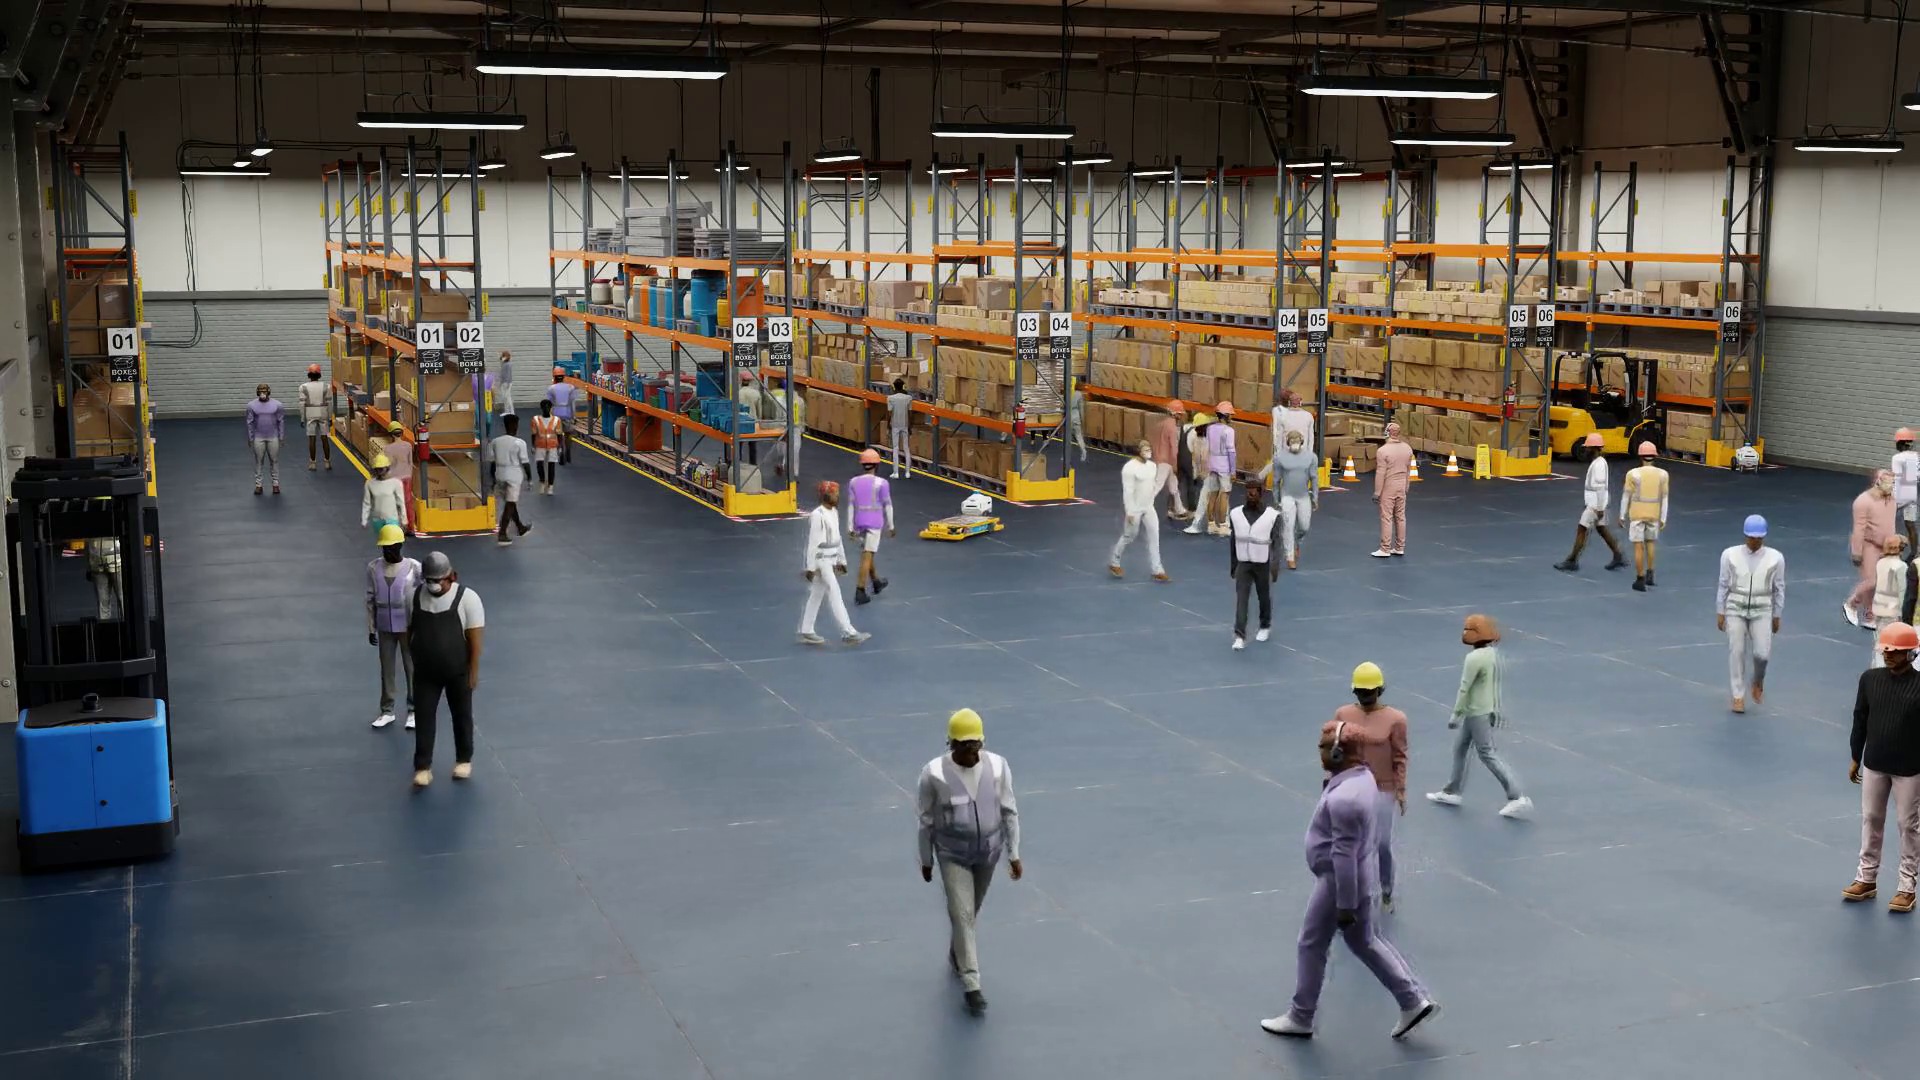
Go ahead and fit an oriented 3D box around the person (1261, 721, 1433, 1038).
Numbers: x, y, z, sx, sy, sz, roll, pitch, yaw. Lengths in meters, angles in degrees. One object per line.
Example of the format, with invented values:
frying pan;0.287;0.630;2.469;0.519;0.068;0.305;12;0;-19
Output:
person;2.261;1.958;12.033;0.917;1.875;0.655;3;9;21

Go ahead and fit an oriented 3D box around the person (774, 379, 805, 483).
person;-3.140;-2.019;38.370;0.621;1.920;0.675;-3;9;-22

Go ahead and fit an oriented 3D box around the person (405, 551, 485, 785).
person;-4.343;1.051;17.642;0.695;2.000;0.575;0;9;1

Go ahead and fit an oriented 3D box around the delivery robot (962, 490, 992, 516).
delivery robot;0.267;-0.545;32.902;0.477;0.478;0.707;2;9;15

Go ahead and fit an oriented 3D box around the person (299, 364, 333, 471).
person;-12.366;-2.360;40.232;0.605;2.045;0.386;-3;9;-20

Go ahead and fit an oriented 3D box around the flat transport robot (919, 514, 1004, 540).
flat transport robot;0.038;-0.205;31.891;0.652;0.197;1.431;5;10;31

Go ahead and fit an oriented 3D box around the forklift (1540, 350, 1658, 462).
forklift;12.897;-2.725;42.309;2.313;2.155;1.214;-3;9;-21

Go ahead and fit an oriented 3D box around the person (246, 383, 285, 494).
person;-12.183;-1.787;36.757;0.635;1.937;0.354;-2;9;-15

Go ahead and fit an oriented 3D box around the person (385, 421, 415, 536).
person;-8.438;-0.907;31.476;0.329;1.765;0.526;5;10;30

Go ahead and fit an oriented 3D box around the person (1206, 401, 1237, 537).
person;3.984;-1.084;31.732;0.395;2.038;0.615;-5;10;-32

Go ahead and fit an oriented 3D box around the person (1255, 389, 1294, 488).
person;5.585;-1.724;36.623;0.574;1.857;0.770;-7;11;-40

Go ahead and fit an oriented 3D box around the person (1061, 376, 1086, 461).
person;2.256;-2.398;41.582;0.491;1.719;0.737;-4;9;-23

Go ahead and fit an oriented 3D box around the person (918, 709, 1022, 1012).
person;0.047;1.891;12.793;0.591;1.788;0.937;-3;9;-19

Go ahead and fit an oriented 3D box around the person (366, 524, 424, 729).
person;-5.255;0.801;19.542;0.589;1.927;0.388;1;9;9

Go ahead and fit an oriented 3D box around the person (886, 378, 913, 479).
person;-1.129;-2.074;38.932;0.513;1.863;0.329;-3;9;-16

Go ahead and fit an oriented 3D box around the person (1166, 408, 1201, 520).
person;3.590;-1.210;33.461;0.600;1.785;0.944;8;12;44

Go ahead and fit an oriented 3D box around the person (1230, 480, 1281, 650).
person;3.304;0.248;23.437;0.608;1.874;0.992;4;9;23

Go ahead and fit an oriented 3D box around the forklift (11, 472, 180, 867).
forklift;-6.630;0.886;15.957;1.129;2.768;1.873;-3;9;-21

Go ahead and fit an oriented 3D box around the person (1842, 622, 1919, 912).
person;6.406;1.541;14.387;0.395;1.992;0.622;-7;11;-39

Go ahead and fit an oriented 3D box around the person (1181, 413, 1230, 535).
person;3.842;-1.025;32.016;1.015;1.855;0.586;-5;10;-32

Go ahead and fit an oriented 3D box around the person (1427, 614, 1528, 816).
person;4.181;1.384;16.761;0.839;1.593;0.502;5;10;28

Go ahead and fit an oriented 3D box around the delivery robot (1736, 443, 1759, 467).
delivery robot;15.023;-1.603;39.956;0.477;0.478;0.707;2;9;13

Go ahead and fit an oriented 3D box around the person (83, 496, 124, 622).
person;-9.442;0.291;23.256;0.600;1.831;0.404;1;9;4

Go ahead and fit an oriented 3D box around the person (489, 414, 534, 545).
person;-6.624;-0.914;31.029;0.633;1.906;1.019;4;10;26

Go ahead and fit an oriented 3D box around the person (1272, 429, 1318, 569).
person;4.593;-0.587;28.813;0.638;1.921;0.574;0;9;0

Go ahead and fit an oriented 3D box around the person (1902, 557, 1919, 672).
person;9.281;0.800;19.904;0.649;1.822;0.495;2;9;13

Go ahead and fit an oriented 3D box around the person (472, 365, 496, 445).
person;-10.123;-2.866;44.312;0.590;1.826;0.455;-3;9;-18

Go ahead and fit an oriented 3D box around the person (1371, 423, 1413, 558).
person;6.100;-0.709;29.683;0.640;1.909;0.409;-6;10;-33

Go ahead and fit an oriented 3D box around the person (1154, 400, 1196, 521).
person;3.227;-1.247;33.208;1.037;1.938;0.668;-1;9;-6

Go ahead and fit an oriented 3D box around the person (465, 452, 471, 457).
person;-9.873;-2.315;41.433;0.508;1.599;0.844;-4;9;-25

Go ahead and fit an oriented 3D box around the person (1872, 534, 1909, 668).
person;9.300;0.746;20.902;0.357;1.616;0.544;-1;9;-4

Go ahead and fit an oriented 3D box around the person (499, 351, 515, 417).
person;-11.166;-3.845;51.569;0.328;1.624;0.546;-6;10;-34

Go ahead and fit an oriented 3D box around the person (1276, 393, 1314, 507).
person;5.564;-1.488;34.878;0.647;1.908;0.409;-1;9;-4

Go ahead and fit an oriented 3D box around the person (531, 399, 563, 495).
person;-7.169;-1.602;36.347;0.556;1.679;0.454;-2;9;-10

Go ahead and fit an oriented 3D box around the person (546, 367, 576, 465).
person;-7.889;-2.457;41.274;0.577;1.918;0.701;-3;9;-20

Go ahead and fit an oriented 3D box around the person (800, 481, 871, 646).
person;-1.389;0.269;23.371;0.941;1.836;0.606;2;9;14

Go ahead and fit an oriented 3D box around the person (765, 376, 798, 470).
person;-3.432;-2.264;40.437;0.644;1.792;0.949;-2;9;-11

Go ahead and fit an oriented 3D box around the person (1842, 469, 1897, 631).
person;10.594;0.115;24.238;0.655;1.886;0.450;-5;10;-29

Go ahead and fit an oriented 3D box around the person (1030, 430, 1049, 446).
person;1.670;-2.848;44.636;0.536;1.696;0.322;1;9;10

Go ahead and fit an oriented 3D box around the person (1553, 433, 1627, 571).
person;8.650;-0.521;28.496;0.965;1.893;0.559;3;9;17

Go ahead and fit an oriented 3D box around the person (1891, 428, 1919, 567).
person;12.937;-0.598;28.947;0.576;1.896;0.915;-4;9;-26

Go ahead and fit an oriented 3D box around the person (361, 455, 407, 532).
person;-7.504;-0.244;27.206;0.546;1.718;0.911;1;9;10

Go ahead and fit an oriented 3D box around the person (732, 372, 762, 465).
person;-4.064;-2.209;39.593;0.636;1.928;1.031;-3;9;-20

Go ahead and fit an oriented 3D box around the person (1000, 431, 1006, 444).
person;0.905;-2.892;44.665;0.595;1.786;0.874;4;9;23

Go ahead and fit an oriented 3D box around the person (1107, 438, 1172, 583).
person;2.366;-0.411;27.748;0.645;1.898;0.983;-7;11;-41

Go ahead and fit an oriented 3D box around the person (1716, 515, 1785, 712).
person;7.619;0.698;20.225;0.615;1.923;0.454;3;9;20

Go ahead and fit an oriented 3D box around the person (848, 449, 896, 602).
person;-1.107;-0.195;26.301;0.550;1.886;0.997;5;10;29

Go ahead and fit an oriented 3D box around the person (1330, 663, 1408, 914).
person;2.793;1.682;14.249;0.554;1.755;0.509;4;9;25

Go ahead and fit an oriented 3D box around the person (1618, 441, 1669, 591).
person;8.811;-0.325;27.076;0.557;1.920;0.536;0;9;-2
